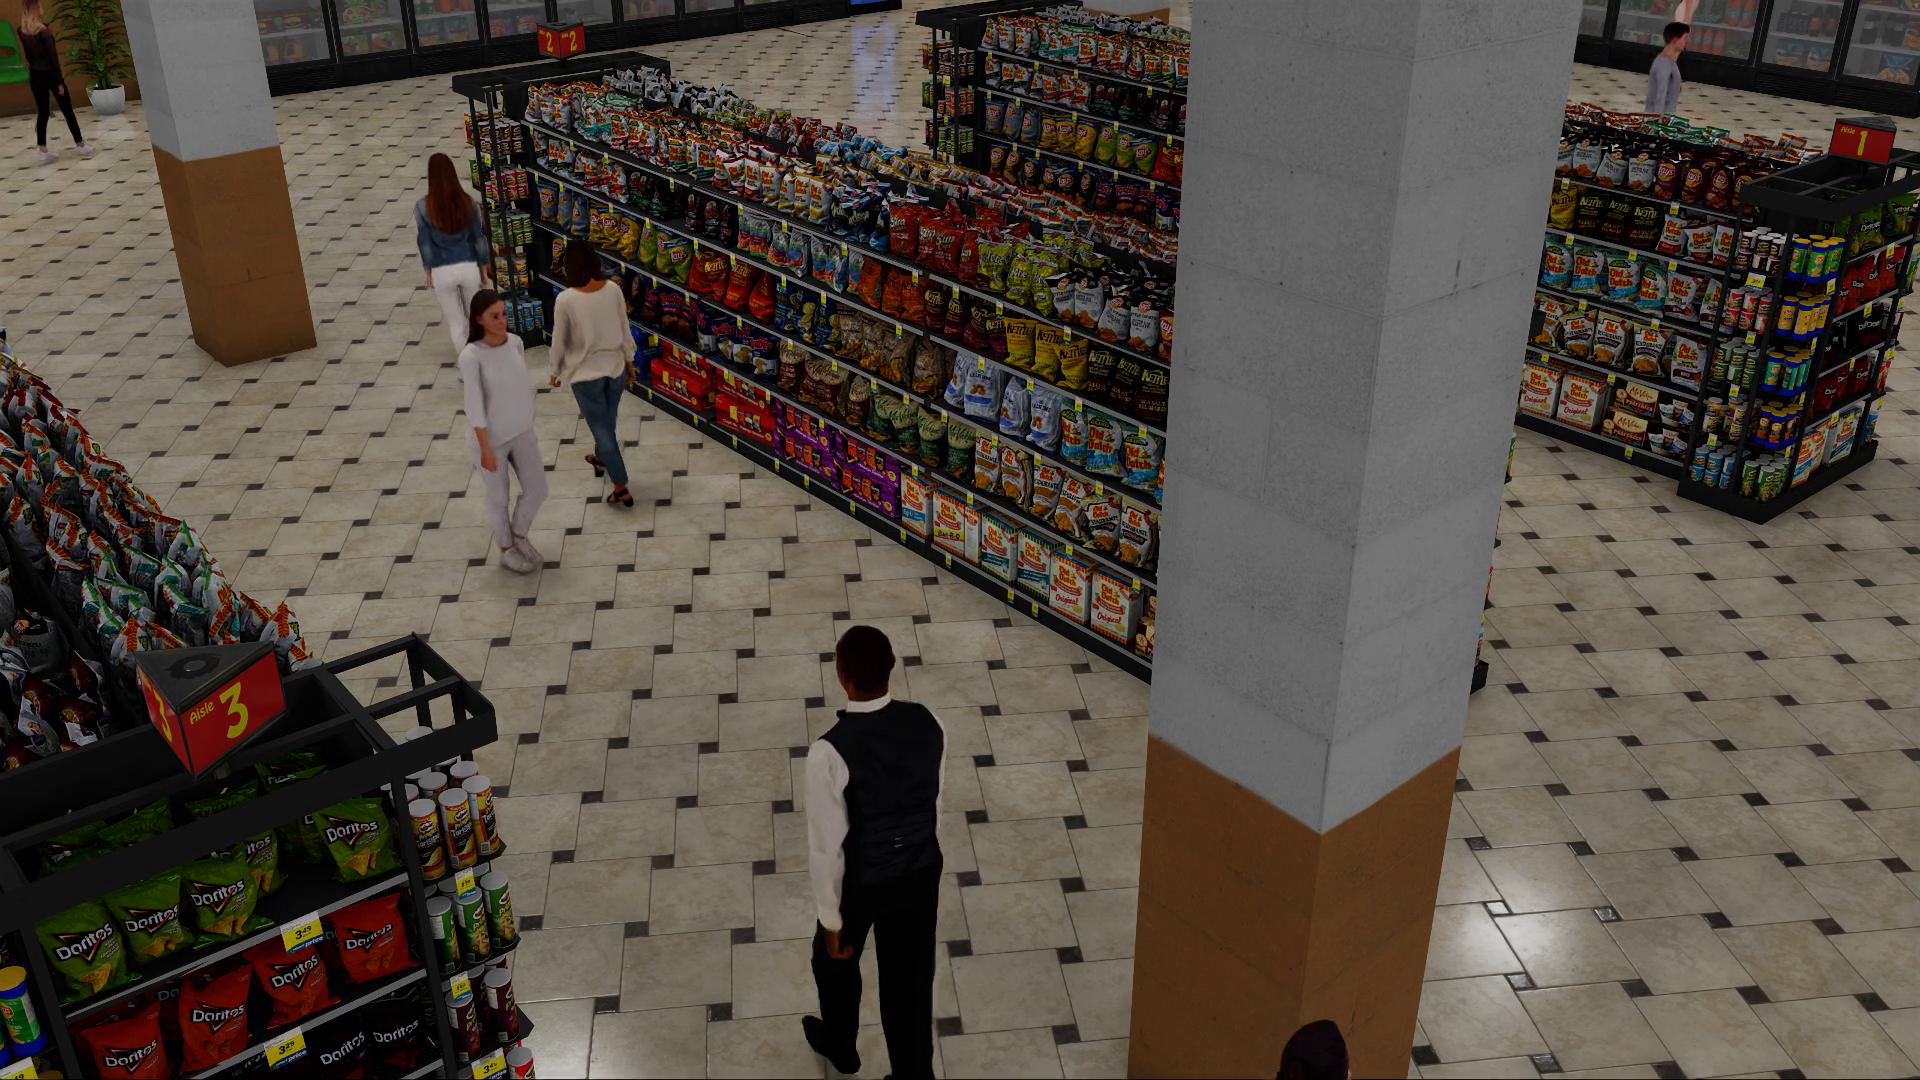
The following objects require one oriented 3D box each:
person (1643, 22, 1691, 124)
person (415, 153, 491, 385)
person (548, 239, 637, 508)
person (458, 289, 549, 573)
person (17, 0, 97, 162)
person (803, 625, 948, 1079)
[{"bbox_3d":[6.452,-3.911,15.633,1.045,1.827,0.898,10,29,19],"label":"person"},{"bbox_3d":[-3.524,-1.838,11.702,0.680,1.686,0.824,-14,30,-26],"label":"person"},{"bbox_3d":[-2.140,-0.967,10.015,0.658,1.659,0.917,-19,33,-33],"label":"person"},{"bbox_3d":[-2.613,-0.605,9.281,0.659,1.677,0.670,18,32,32],"label":"person"},{"bbox_3d":[-9.766,-4.895,17.727,0.948,1.689,0.950,8,28,15],"label":"person"},{"bbox_3d":[-0.221,1.199,5.486,0.840,1.891,1.026,-11,29,-21],"label":"person"}]
